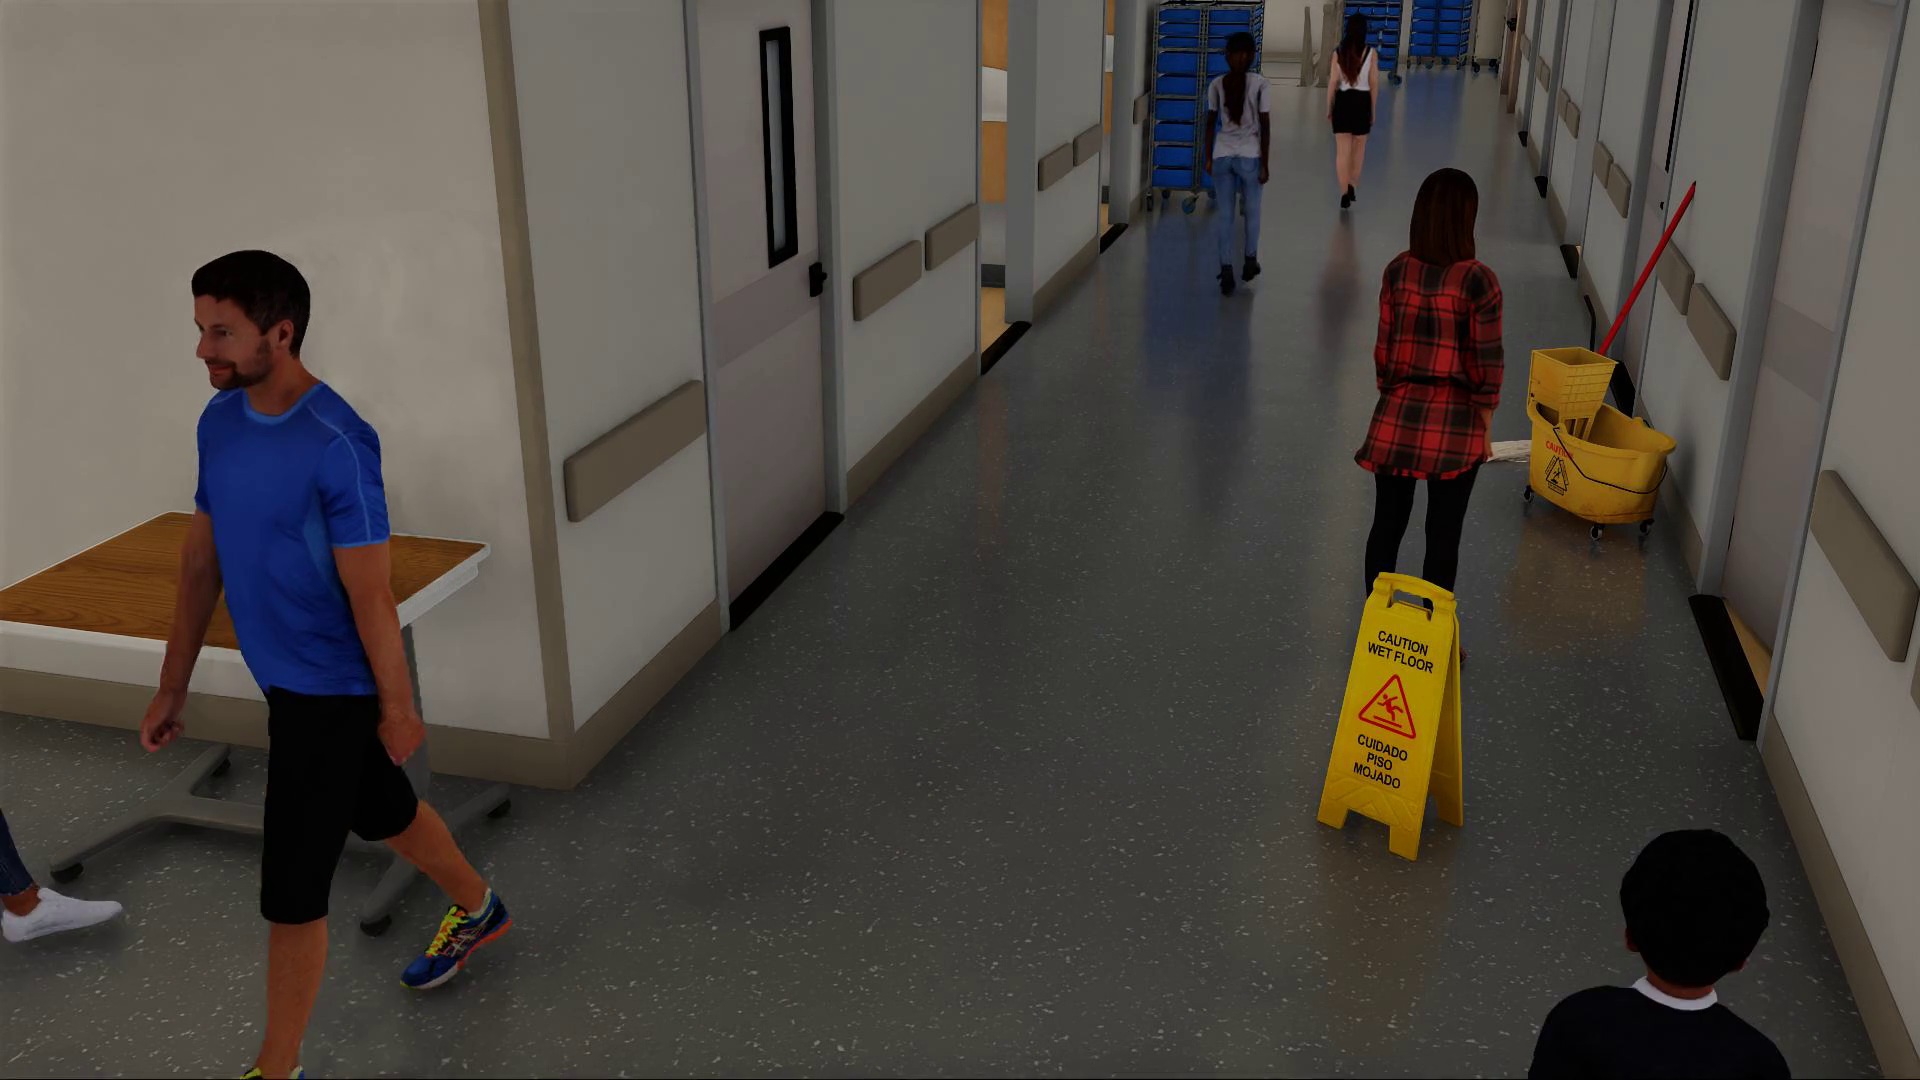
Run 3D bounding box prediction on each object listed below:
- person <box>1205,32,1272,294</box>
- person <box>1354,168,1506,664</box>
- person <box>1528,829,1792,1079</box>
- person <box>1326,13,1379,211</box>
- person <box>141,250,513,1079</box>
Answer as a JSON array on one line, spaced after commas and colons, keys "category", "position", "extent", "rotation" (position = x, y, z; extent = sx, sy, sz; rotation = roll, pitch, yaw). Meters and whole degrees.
[{"category": "person", "position": [1.853, -2.513, 11.189], "extent": [0.645, 1.701, 0.916], "rotation": [7, 22, 17]}, {"category": "person", "position": [1.569, -0.386, 5.570], "extent": [0.713, 1.703, 0.699], "rotation": [-19, 28, -41]}, {"category": "person", "position": [1.036, 1.035, 2.528], "extent": [0.502, 1.200, 0.783], "rotation": [6, 21, 14]}, {"category": "person", "position": [3.377, -3.671, 14.338], "extent": [0.597, 1.637, 0.632], "rotation": [3, 21, 9]}, {"category": "person", "position": [-1.317, 0.292, 3.614], "extent": [0.931, 1.822, 1.283], "rotation": [14, 25, 33]}]
